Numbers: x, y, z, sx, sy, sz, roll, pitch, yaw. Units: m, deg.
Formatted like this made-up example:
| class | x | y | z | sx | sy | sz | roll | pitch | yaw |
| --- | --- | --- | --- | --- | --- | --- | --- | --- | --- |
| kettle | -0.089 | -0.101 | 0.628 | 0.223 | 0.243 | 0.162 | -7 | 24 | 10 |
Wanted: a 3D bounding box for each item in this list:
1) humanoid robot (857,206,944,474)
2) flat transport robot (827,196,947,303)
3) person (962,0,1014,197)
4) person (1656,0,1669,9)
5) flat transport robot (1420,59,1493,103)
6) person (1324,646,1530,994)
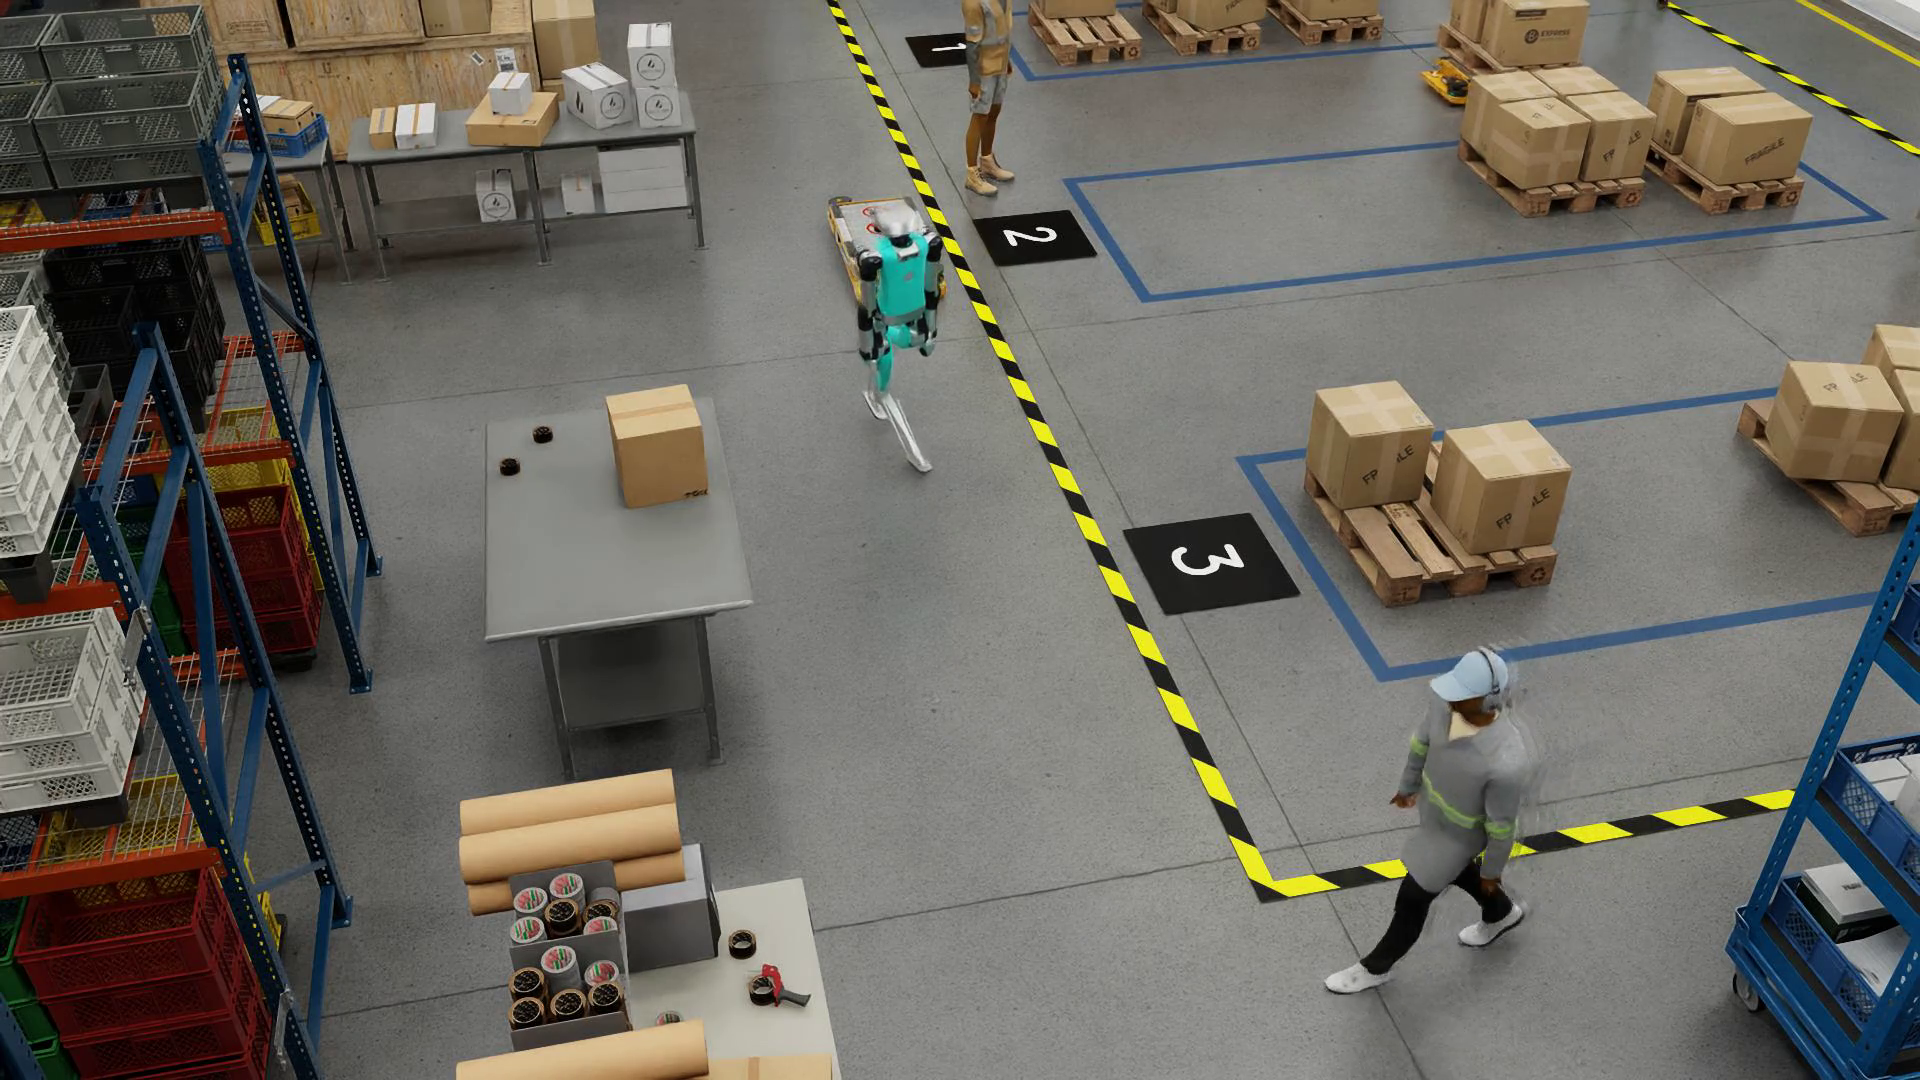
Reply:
| class | x | y | z | sx | sy | sz | roll | pitch | yaw |
| --- | --- | --- | --- | --- | --- | --- | --- | --- | --- |
| humanoid robot | -0.484 | -1.307 | 10.129 | 0.544 | 1.761 | 1.054 | -19 | 41 | -24 |
| flat transport robot | -0.570 | -2.220 | 12.538 | 0.659 | 0.231 | 1.431 | -8 | 37 | -10 |
| person | 0.259 | -3.736 | 13.091 | 0.383 | 2.039 | 0.613 | 18 | 40 | 23 |
| person | 7.199 | -6.374 | 16.853 | 0.609 | 1.782 | 0.946 | 6 | 37 | 8 |
| flat transport robot | 5.043 | -4.272 | 15.272 | 1.431 | 0.197 | 0.652 | -8 | 37 | -10 |
| person | 2.041 | 1.121 | 6.751 | 0.904 | 1.820 | 0.601 | -8 | 37 | -11 |
